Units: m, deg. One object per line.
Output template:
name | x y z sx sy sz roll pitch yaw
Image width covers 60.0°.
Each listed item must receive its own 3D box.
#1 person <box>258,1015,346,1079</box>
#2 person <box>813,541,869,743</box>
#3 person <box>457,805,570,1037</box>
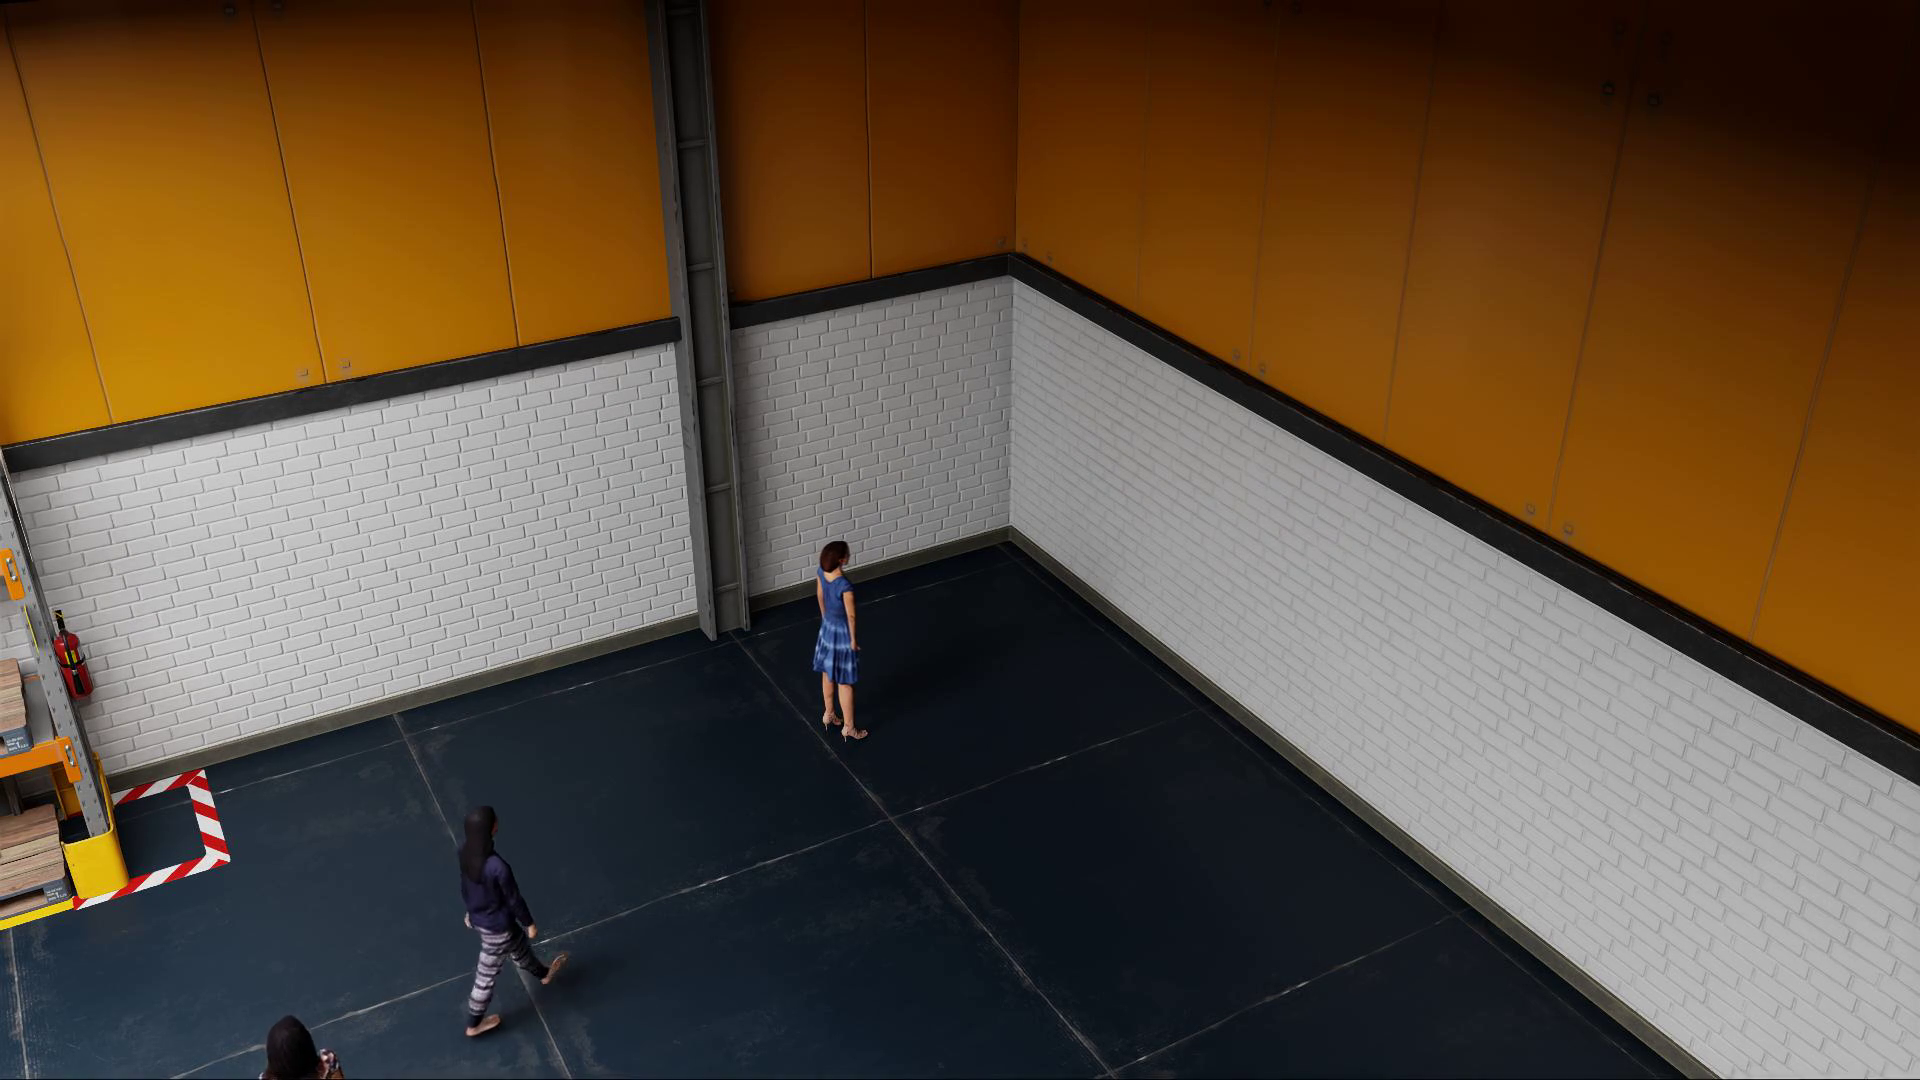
person | -3.518 3.267 9.074 0.491 1.734 0.668 -19 34 -31
person | -0.971 0.807 13.510 0.627 1.805 0.702 -21 35 -34
person | -3.039 2.469 10.587 0.851 1.685 1.135 22 36 35
